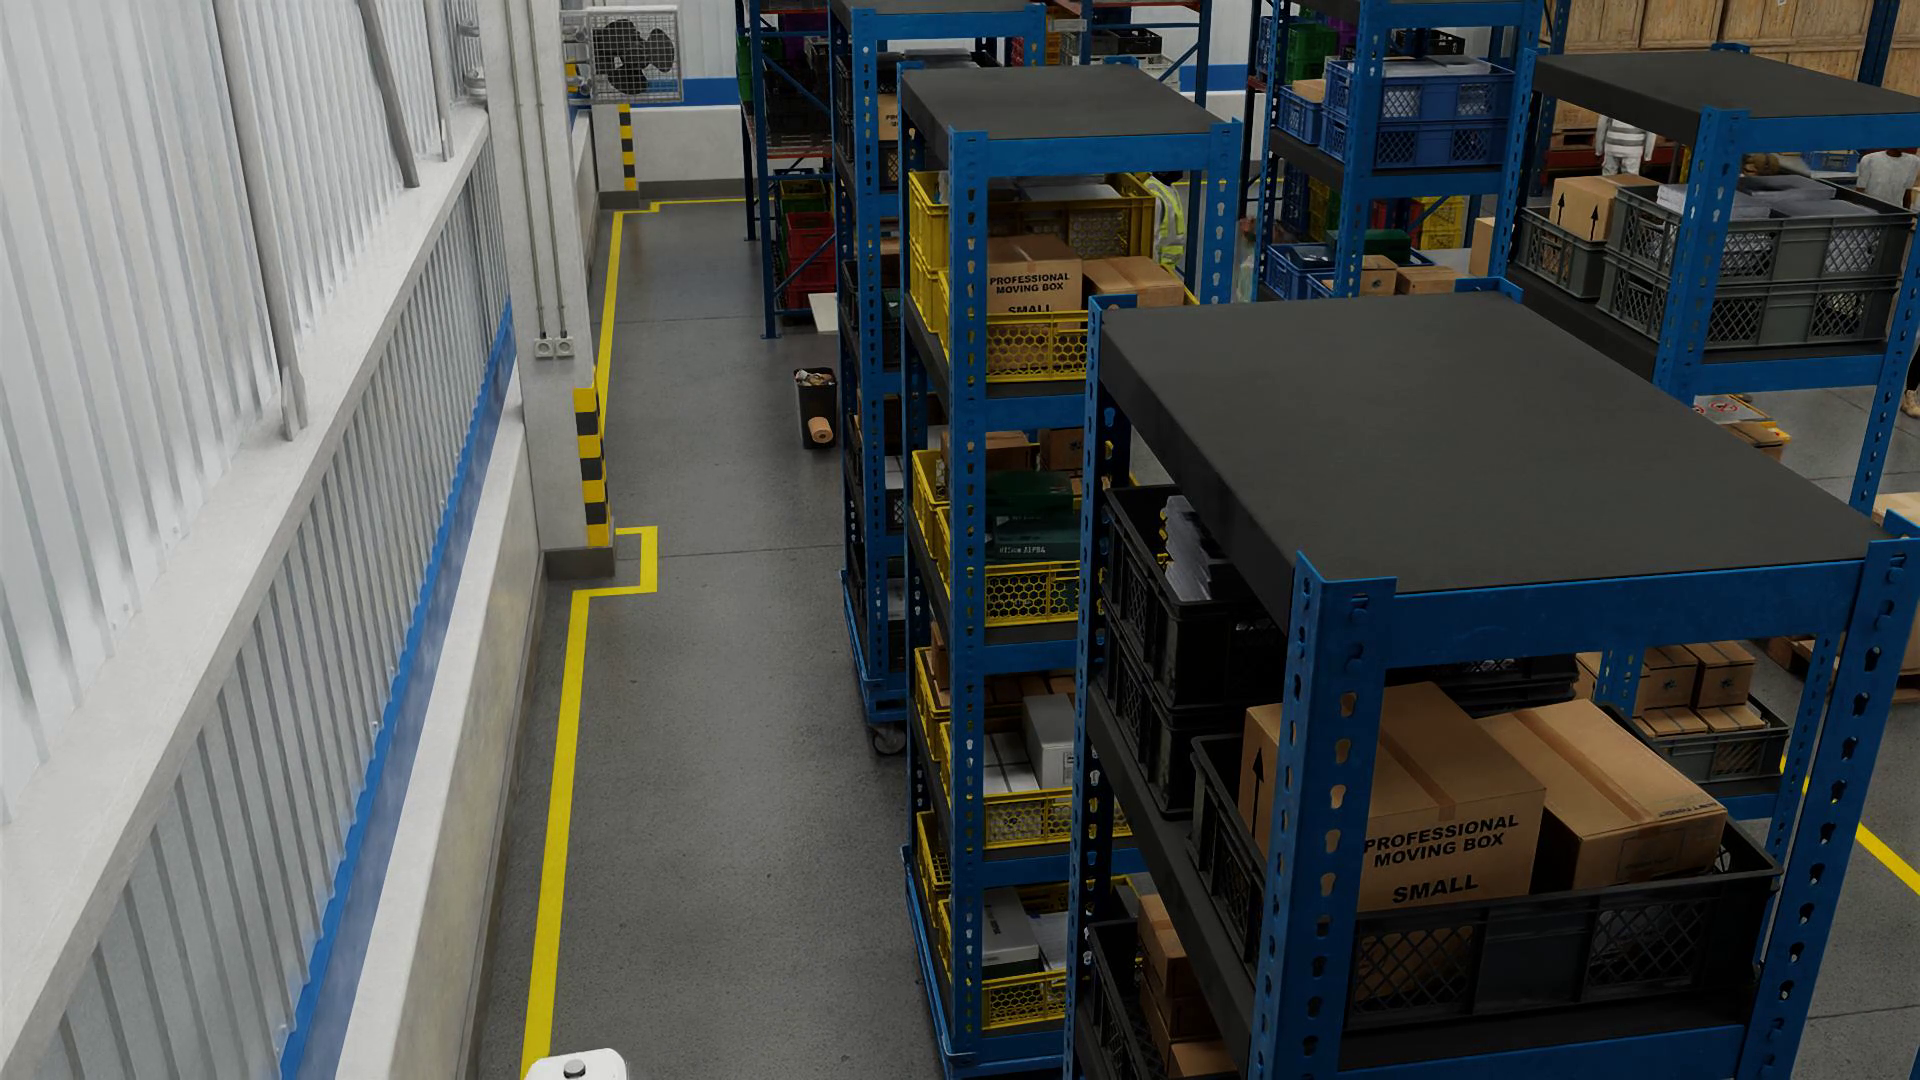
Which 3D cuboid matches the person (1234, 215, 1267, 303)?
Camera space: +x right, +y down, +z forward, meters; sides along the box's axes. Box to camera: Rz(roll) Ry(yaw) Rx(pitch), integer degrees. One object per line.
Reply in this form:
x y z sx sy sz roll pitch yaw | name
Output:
2.101 -1.531 11.989 0.399 1.623 0.511 20 31 36 | person

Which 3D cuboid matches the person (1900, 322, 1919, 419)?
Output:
7.380 -1.741 12.352 0.535 1.700 0.318 -7 26 -14 | person

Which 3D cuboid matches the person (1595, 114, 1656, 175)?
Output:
6.745 -3.937 16.904 0.579 1.885 0.342 19 31 36 | person

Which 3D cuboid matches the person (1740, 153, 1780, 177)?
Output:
5.917 -1.951 12.528 0.374 1.939 0.628 5 25 10 | person

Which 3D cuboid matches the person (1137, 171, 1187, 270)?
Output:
1.575 -2.208 13.215 0.430 1.836 0.630 7 26 14 | person

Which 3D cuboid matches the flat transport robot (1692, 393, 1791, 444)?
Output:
5.224 -0.859 12.132 1.431 0.197 0.652 -4 25 -8 | flat transport robot

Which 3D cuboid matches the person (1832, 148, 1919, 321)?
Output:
7.810 -2.667 14.186 0.519 1.859 0.317 2 25 5 | person

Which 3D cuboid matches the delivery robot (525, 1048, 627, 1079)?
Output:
-1.252 1.999 5.475 0.477 0.478 0.707 -6 25 -12 | delivery robot
